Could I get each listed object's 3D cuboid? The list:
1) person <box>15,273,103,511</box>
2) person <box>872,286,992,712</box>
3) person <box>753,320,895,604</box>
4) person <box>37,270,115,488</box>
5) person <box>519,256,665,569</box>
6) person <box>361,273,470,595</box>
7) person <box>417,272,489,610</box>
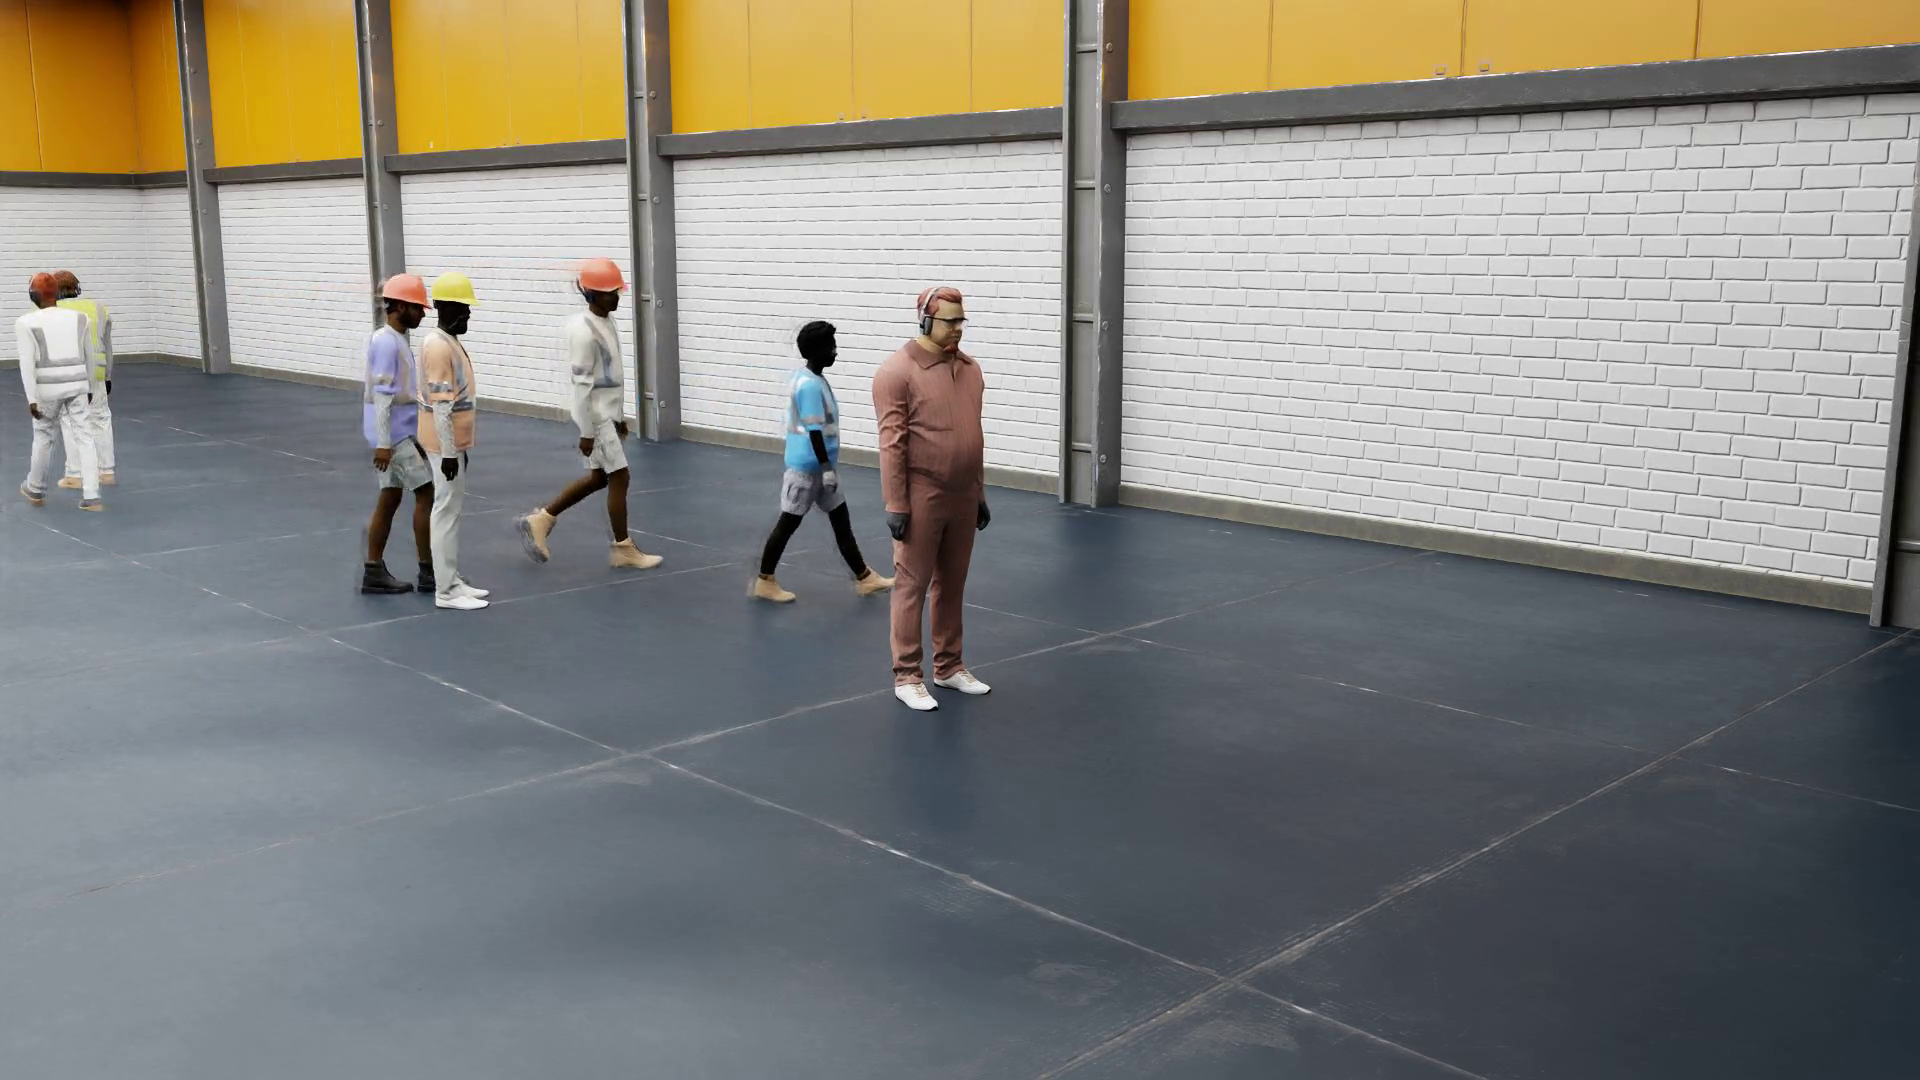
[{"bbox_3d":[-7.064,-1.156,13.006,0.972,1.836,0.599,9,14,40],"label":"person"},{"bbox_3d":[-0.092,-0.195,7.579,0.410,1.906,0.642,9,14,41],"label":"person"},{"bbox_3d":[-0.798,-0.435,9.571,0.889,1.640,0.548,1,10,3],"label":"person"},{"bbox_3d":[-7.498,-1.358,14.106,0.430,1.840,0.622,8,13,37],"label":"person"},{"bbox_3d":[-2.370,-0.783,10.513,0.853,2.009,0.633,0,10,0],"label":"person"},{"bbox_3d":[-3.248,-0.618,9.891,0.787,1.898,0.572,-3,11,-14],"label":"person"},{"bbox_3d":[-2.912,-0.567,9.556,0.384,1.924,0.589,-2,11,-12],"label":"person"}]
